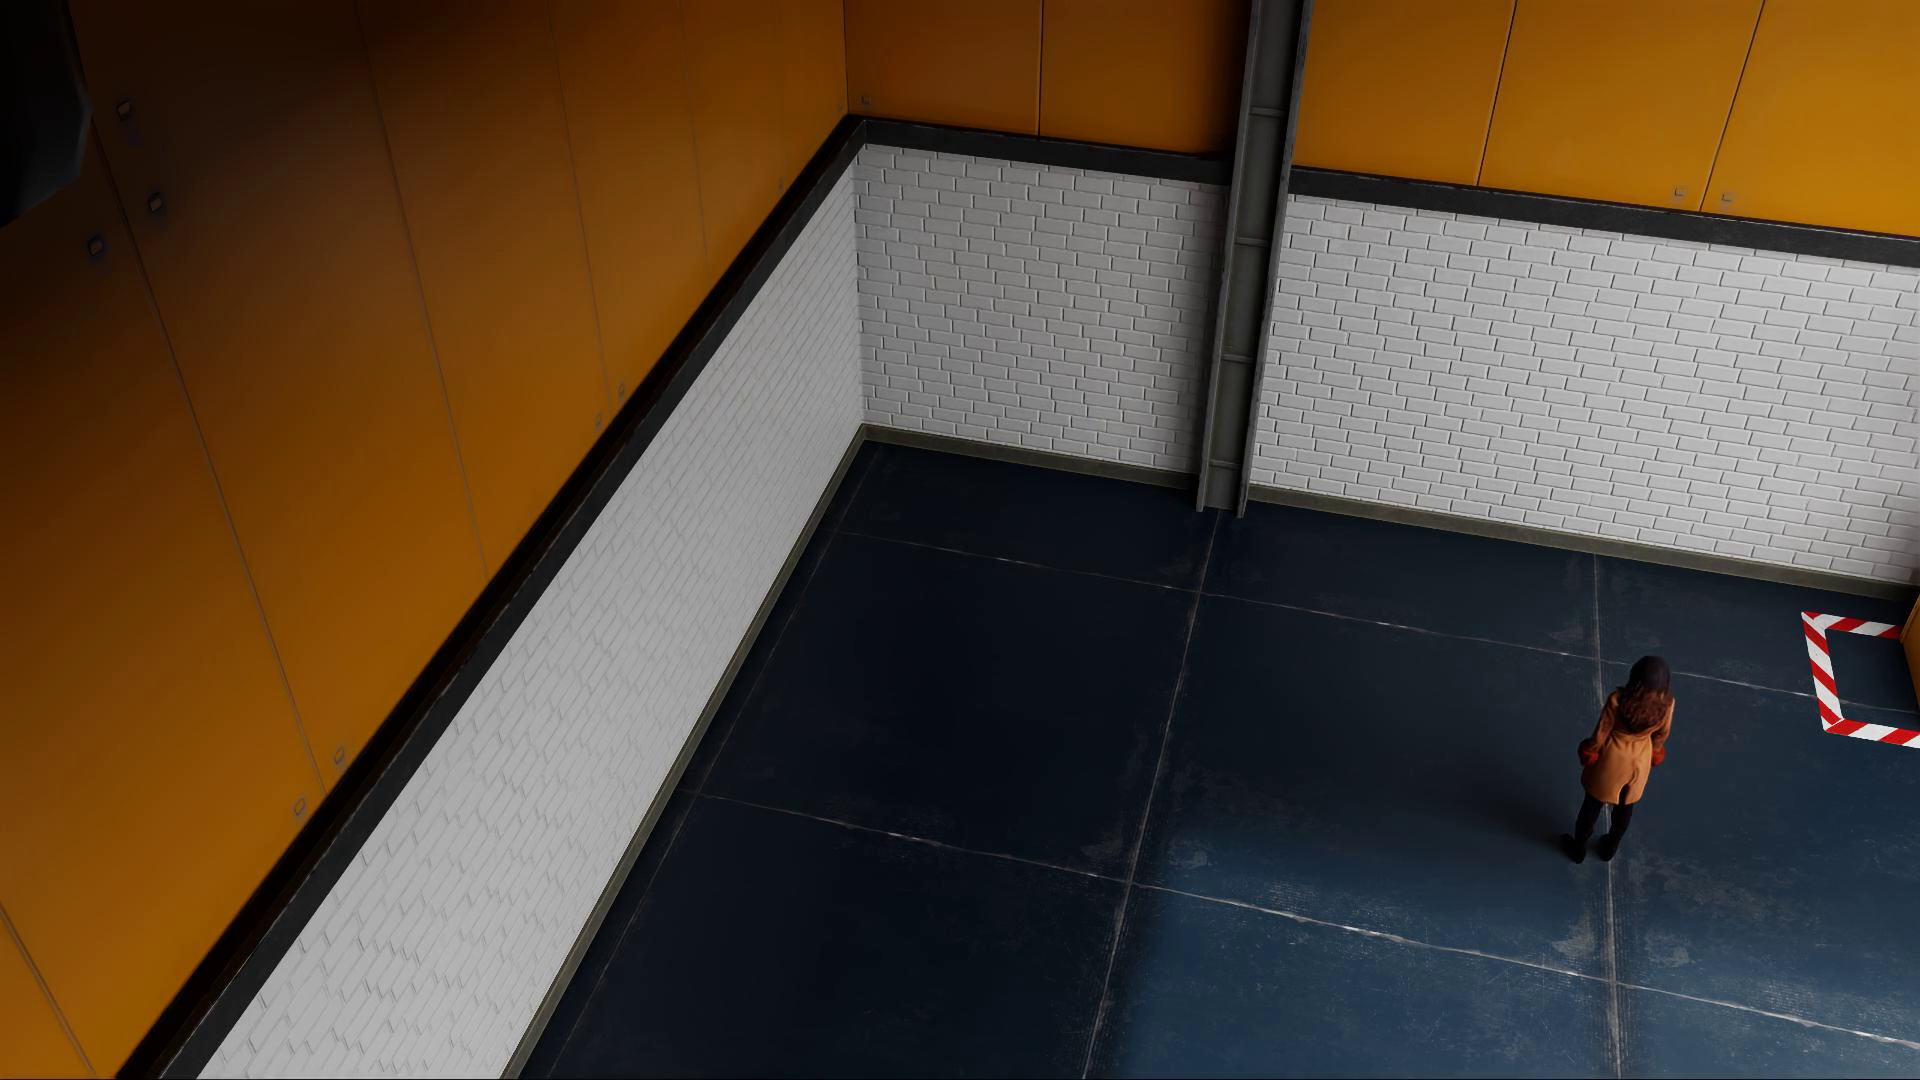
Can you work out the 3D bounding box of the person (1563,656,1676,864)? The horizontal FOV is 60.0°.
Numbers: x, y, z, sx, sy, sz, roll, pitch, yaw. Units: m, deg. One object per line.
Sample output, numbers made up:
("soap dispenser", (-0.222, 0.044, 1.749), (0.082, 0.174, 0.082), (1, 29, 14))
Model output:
("person", (4.145, 1.380, 10.429), (0.603, 1.721, 0.788), (2, 39, 2))
